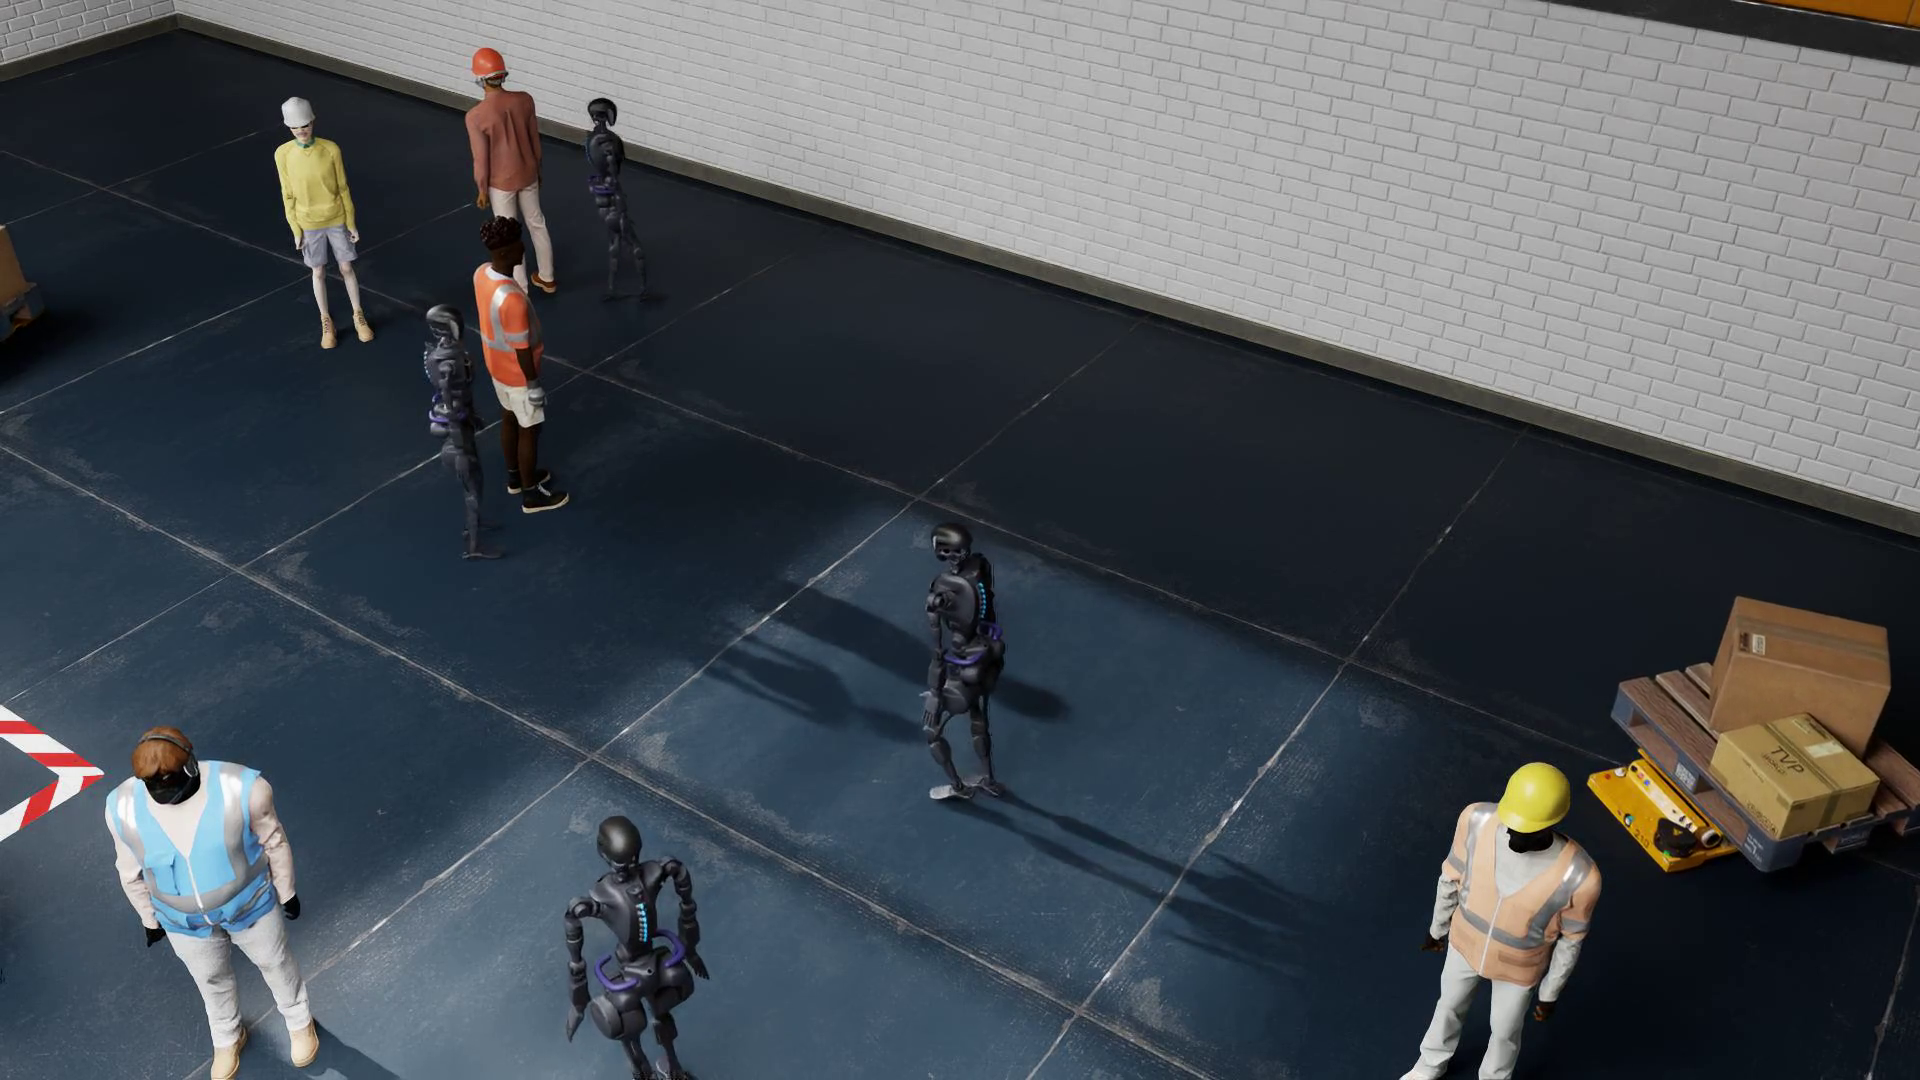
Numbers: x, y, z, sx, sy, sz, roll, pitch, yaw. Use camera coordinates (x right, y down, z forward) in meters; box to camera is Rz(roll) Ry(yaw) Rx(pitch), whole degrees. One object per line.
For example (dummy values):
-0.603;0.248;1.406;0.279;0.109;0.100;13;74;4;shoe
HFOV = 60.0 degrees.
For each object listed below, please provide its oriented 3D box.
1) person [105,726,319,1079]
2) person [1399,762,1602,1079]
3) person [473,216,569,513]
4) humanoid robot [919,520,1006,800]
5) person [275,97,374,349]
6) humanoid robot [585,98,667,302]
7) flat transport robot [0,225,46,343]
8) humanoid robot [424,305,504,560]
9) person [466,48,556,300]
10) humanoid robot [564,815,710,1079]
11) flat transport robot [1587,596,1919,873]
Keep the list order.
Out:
-3.020;1.485;6.770;0.633;1.841;0.429;-9;36;-12;person
2.105;1.609;6.519;0.583;1.927;0.363;27;43;33;person
-2.750;-1.086;10.344;0.367;1.959;0.604;-20;40;-26;person
0.041;0.617;8.156;0.389;1.635;0.614;19;39;25;humanoid robot
-4.669;-2.329;12.180;0.472;1.892;0.385;-14;37;-19;person
-2.618;-2.615;12.781;0.474;1.648;0.610;-13;37;-18;humanoid robot
-7.572;-1.440;12.321;0.659;0.231;1.431;5;35;8;flat transport robot
-3.000;-0.666;9.989;0.311;1.647;0.605;-5;35;-7;humanoid robot
-3.447;-2.770;12.718;0.381;1.995;0.609;27;43;33;person
-1.280;1.735;6.562;0.608;1.647;0.420;-24;42;-30;humanoid robot
4.013;1.256;8.468;1.431;0.231;0.659;-10;36;-14;flat transport robot
